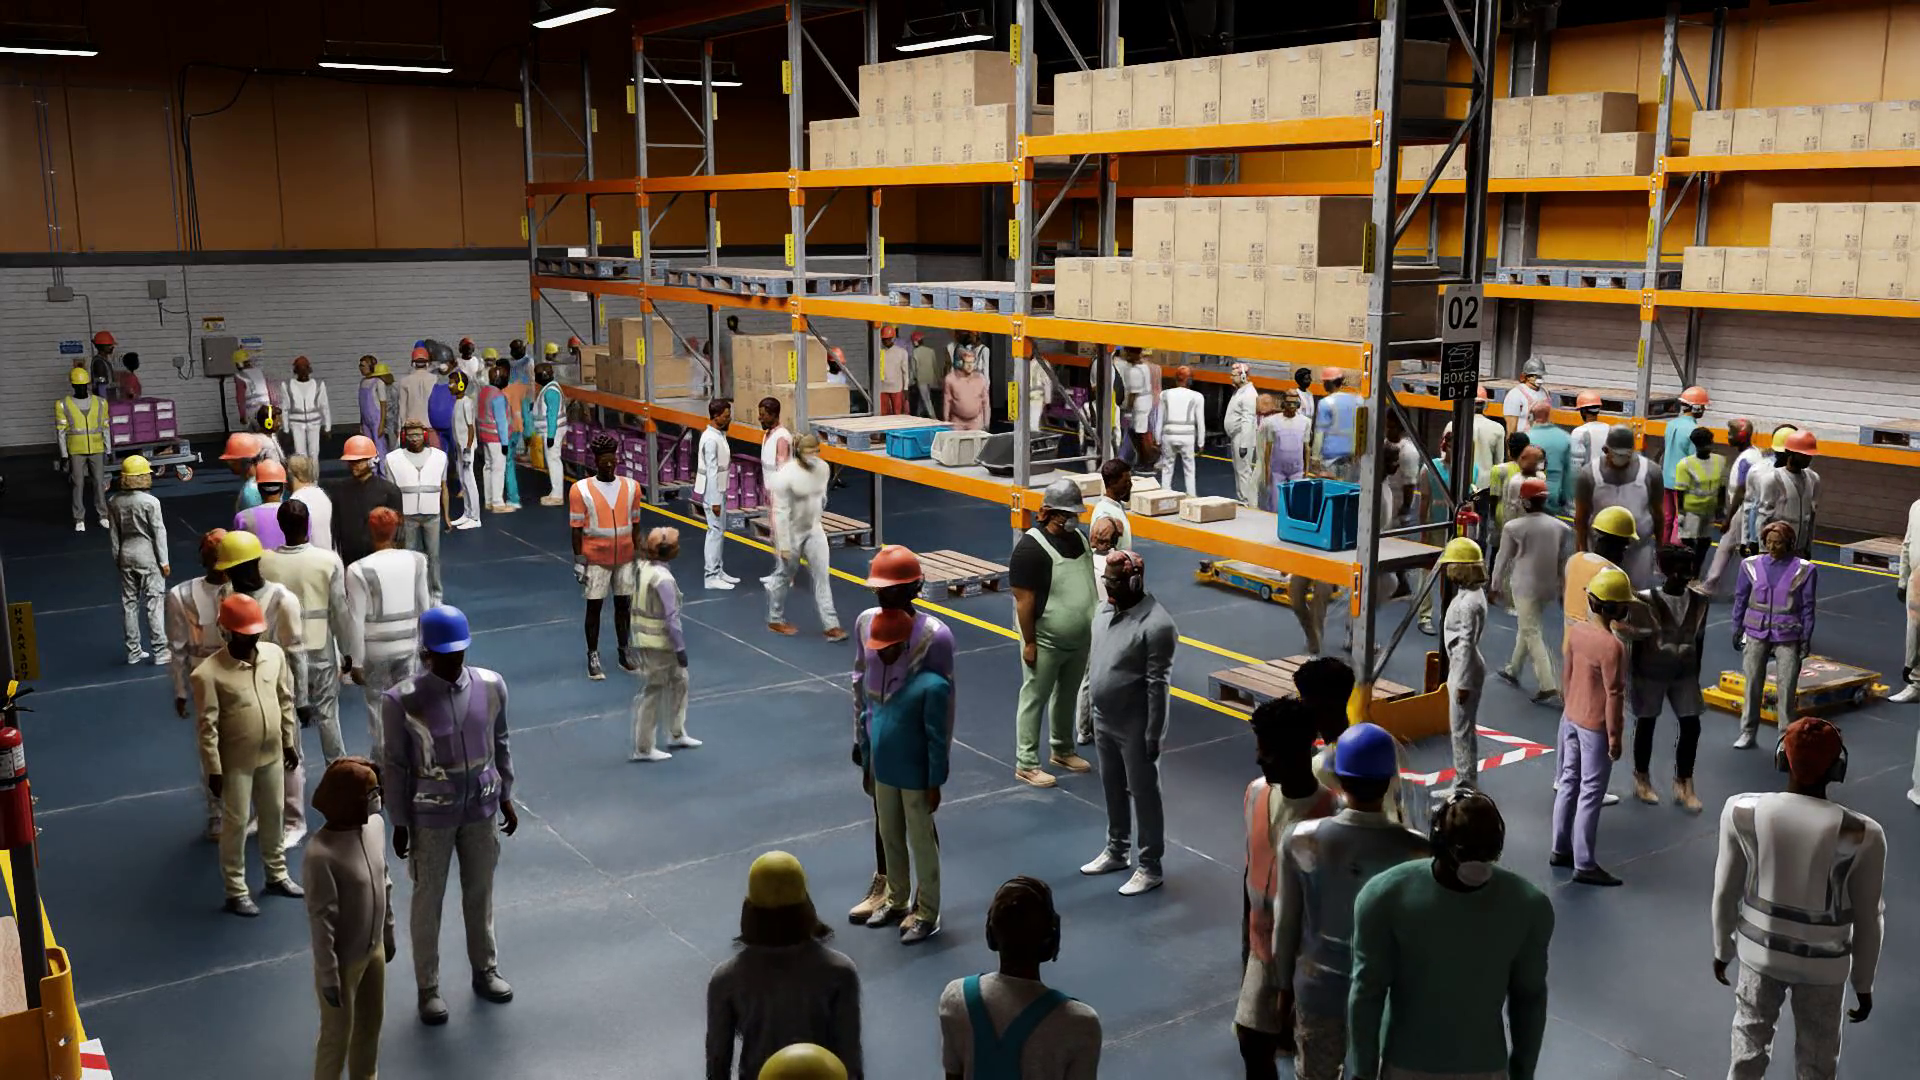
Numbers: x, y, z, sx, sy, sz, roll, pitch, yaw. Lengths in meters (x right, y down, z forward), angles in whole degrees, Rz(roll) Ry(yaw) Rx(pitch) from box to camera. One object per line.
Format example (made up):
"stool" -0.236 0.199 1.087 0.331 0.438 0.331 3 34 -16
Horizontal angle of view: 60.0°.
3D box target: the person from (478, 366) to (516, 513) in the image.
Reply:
"person" -5.799 -1.259 20.850 0.432 1.836 0.632 -7 13 -31

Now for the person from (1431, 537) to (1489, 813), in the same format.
"person" 3.105 0.840 10.349 0.322 1.734 0.482 3 11 14

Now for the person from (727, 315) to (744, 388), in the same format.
"person" -4.178 -3.314 31.311 0.388 1.854 0.590 1 11 5

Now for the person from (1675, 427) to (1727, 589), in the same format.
"person" 7.191 -0.279 16.222 0.568 1.670 0.356 -3 11 -15

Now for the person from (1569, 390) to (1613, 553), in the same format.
"person" 6.413 -0.565 17.035 0.542 1.927 0.380 -5 12 -24

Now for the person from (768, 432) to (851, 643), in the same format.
"person" -1.345 -0.022 14.427 0.658 1.859 1.014 -11 15 -44

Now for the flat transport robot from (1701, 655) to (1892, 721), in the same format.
"flat transport robot" 6.379 1.113 12.700 1.431 0.197 0.652 -6 13 -29

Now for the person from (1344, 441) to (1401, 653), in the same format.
"person" 3.509 0.063 14.080 0.429 1.823 0.575 5 12 24

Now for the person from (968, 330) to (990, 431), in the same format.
"person" 0.295 -2.561 27.387 0.371 1.876 0.600 -6 12 -26

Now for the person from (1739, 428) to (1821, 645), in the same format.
"person" 6.998 -0.014 14.244 0.586 1.918 0.402 8 14 36

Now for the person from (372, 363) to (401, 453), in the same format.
"person" -7.722 -1.512 22.391 0.491 1.736 0.324 8 14 35

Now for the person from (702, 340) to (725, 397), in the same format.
"person" -4.239 -2.590 28.256 0.512 1.606 0.803 -4 12 -18

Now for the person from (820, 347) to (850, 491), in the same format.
"person" -1.685 -1.639 22.504 0.373 1.934 0.551 7 13 31

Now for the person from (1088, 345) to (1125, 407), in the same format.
"person" 2.122 -2.000 24.089 0.535 2.000 0.681 0 11 -2

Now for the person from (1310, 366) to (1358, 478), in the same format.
"person" 4.264 -1.021 19.104 0.624 2.025 0.422 -9 14 -40

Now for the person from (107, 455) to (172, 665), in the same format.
"person" -6.766 0.164 13.774 0.493 1.743 0.313 2 11 11

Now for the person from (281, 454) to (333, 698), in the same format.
"person" -5.000 0.293 12.701 0.439 1.903 0.656 1 11 7

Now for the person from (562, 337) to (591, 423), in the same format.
"person" -6.181 -2.390 26.816 0.561 1.753 0.331 -10 15 -41

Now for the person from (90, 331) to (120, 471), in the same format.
"person" -12.404 -2.019 24.215 0.408 2.035 0.609 -5 12 -24

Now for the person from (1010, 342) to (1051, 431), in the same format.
"person" 1.021 -2.079 25.035 0.671 1.828 0.682 8 14 36

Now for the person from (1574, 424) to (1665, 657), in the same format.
"person" 5.512 -0.020 13.953 0.716 2.000 0.549 5 12 23

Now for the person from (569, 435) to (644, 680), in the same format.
"person" -2.825 0.131 13.373 0.606 1.966 0.367 -7 13 -33

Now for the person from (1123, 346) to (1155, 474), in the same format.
"person" 2.567 -1.887 23.783 0.511 1.928 0.641 3 11 13

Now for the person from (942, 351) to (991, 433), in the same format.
"person" 0.097 -1.597 22.401 0.667 1.888 0.468 -2 11 -11

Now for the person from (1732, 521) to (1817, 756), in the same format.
"person" 5.609 0.668 11.489 0.526 1.632 0.312 8 14 37

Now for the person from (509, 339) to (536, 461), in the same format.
"person" -6.646 -2.120 25.213 0.624 1.845 0.430 10 15 40

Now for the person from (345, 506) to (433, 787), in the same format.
"person" -3.612 0.710 10.672 0.709 1.867 0.586 9 14 38

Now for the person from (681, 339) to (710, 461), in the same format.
"person" -4.063 -2.142 25.365 0.629 1.835 1.057 -1 11 -4

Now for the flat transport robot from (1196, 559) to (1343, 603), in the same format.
"flat transport robot" 3.047 0.378 16.462 0.652 0.197 1.431 -7 13 -31

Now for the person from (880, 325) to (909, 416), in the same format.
"person" -1.112 -2.373 26.119 0.622 1.990 0.389 2 11 8

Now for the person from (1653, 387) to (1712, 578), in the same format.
"person" 7.371 -0.568 16.919 0.408 1.987 0.607 -2 11 -9

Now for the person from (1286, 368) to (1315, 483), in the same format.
"person" 4.527 -1.445 22.127 0.320 1.698 0.531 10 15 40

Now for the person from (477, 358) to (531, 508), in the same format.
"person" -5.832 -1.364 21.190 0.636 1.897 0.605 8 14 36

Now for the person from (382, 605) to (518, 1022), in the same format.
"person" -2.349 1.245 7.718 0.614 1.945 0.403 -9 14 -39

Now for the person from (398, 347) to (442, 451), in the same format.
"person" -7.032 -1.533 21.849 0.621 1.986 0.409 -3 12 -16

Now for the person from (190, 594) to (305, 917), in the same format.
"person" -3.764 1.130 8.846 0.362 1.740 0.570 6 13 28

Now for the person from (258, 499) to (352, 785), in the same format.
"person" -4.193 0.688 10.638 0.593 1.922 0.391 -1 11 -6

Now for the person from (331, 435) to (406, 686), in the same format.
"person" -4.674 0.164 13.130 0.609 1.995 0.378 2 11 9

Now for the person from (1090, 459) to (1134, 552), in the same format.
"person" 1.118 0.342 12.415 0.380 1.918 0.596 2 11 8

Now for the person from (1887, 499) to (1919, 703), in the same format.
"person" 7.307 0.349 12.448 0.398 1.899 0.654 -4 12 -19

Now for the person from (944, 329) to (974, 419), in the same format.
"person" -0.037 -2.820 28.923 0.576 1.804 0.939 -6 13 -30

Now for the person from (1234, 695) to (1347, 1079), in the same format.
"person" 1.266 1.546 6.244 0.654 1.923 0.676 -9 14 -39

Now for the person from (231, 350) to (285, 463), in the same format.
"person" -10.312 -1.904 24.363 0.958 1.764 0.591 2 11 10

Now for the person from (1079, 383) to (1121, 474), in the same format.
"person" 1.762 -1.183 20.961 0.527 1.634 0.314 2 11 10

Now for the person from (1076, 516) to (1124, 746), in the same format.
"person" 0.998 0.648 11.568 0.523 1.638 0.310 8 13 35

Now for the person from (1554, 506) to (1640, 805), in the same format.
"person" 4.010 0.726 10.470 0.398 1.911 0.597 -2 11 -12

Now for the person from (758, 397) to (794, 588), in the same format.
"person" -1.822 -0.480 16.656 0.405 1.909 0.597 -4 12 -18

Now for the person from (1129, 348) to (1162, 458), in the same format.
"person" 2.817 -2.122 25.423 0.529 1.765 0.327 1 11 5

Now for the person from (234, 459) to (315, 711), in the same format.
"person" -5.054 0.363 12.307 0.552 1.923 0.390 -7 13 -31
